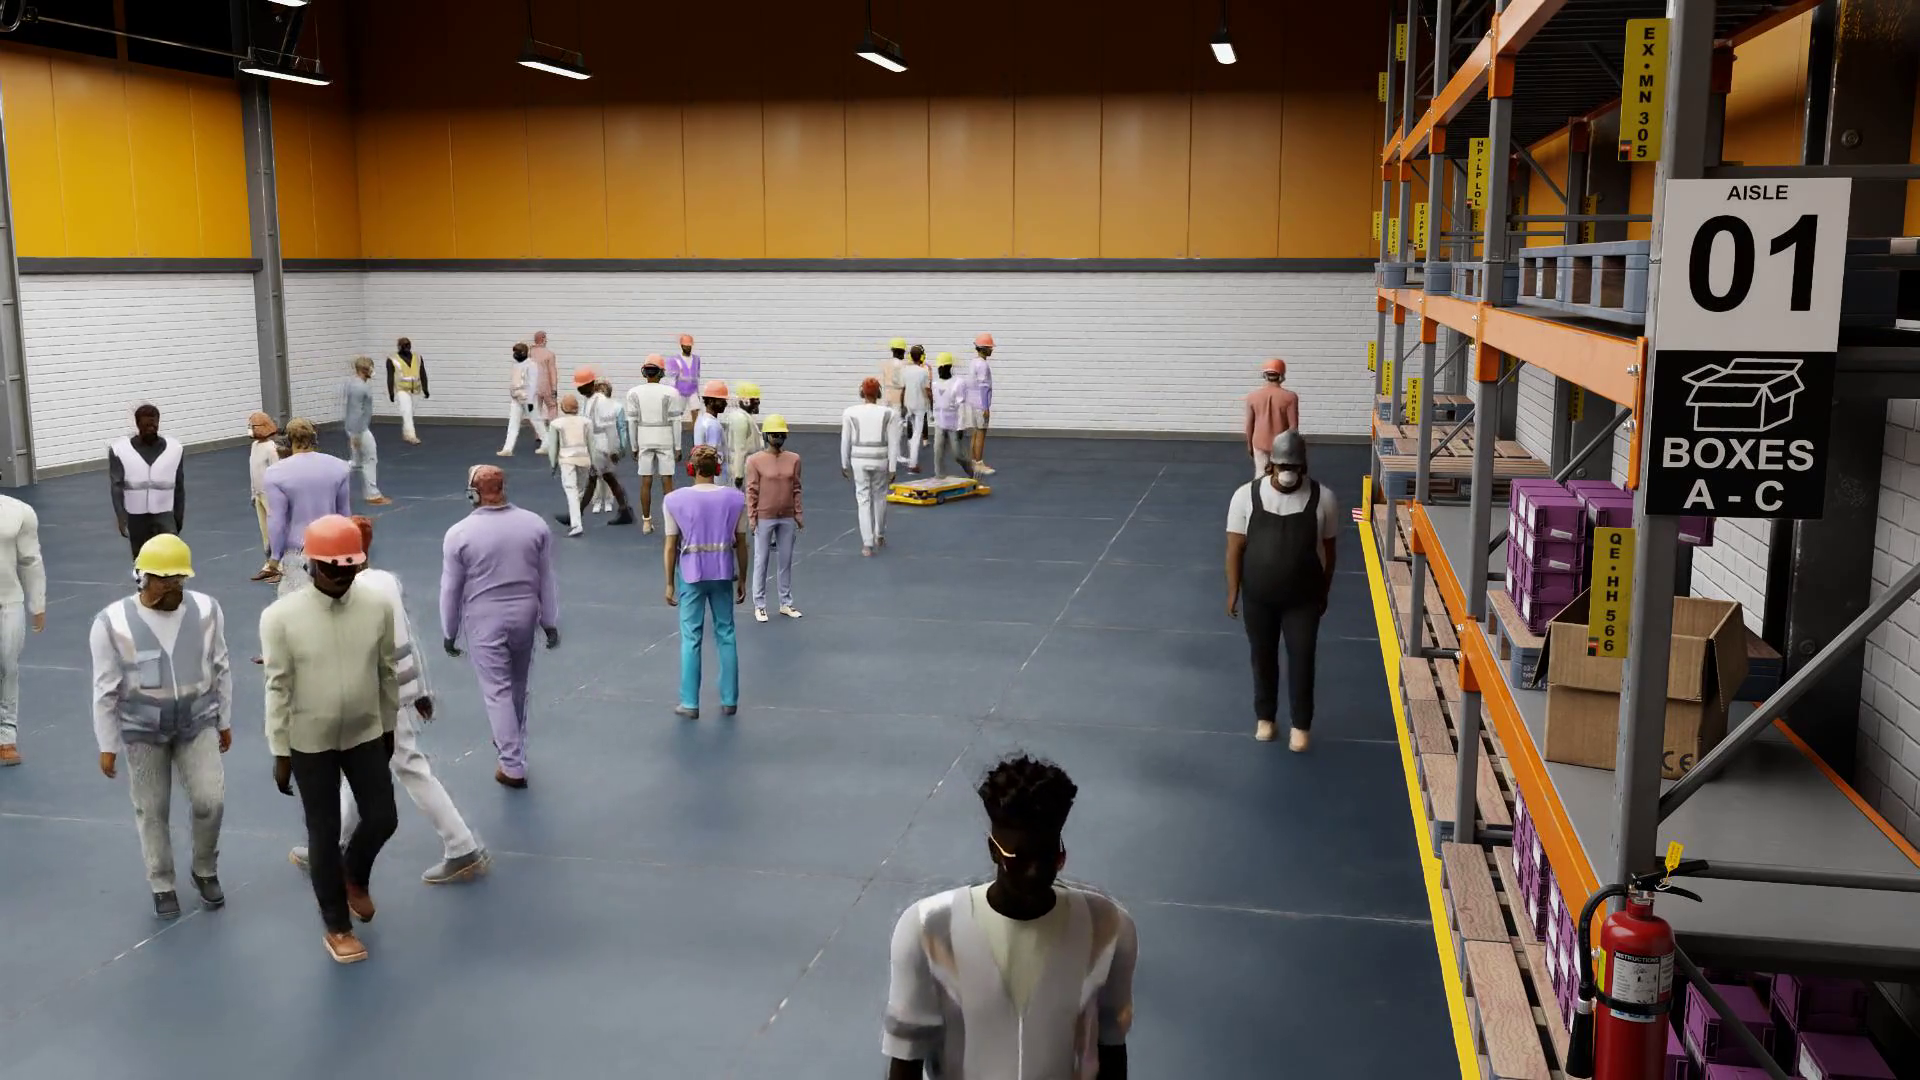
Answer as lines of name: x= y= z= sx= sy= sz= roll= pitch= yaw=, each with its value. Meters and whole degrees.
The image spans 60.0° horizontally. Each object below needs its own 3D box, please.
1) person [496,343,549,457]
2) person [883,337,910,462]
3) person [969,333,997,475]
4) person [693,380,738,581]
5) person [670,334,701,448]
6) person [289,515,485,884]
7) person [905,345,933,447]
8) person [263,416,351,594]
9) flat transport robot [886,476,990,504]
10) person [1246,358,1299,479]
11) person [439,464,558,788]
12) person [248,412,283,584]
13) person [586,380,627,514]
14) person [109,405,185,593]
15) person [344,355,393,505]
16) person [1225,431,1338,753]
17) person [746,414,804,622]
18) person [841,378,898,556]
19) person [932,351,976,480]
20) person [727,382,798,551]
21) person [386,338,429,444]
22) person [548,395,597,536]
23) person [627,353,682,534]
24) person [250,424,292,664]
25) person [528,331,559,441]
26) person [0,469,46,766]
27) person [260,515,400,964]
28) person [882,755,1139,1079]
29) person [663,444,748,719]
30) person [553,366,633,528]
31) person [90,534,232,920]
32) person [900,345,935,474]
person: x=-6.914 y=-2.229 z=26.403 sx=0.639 sy=1.797 sz=0.945 roll=8 pitch=12 yaw=41
person: x=-0.956 y=-2.160 z=25.569 sx=0.379 sy=1.924 sz=0.593 roll=-5 pitch=11 yaw=-29
person: x=0.338 y=-1.963 z=24.036 sx=0.390 sy=2.041 sz=0.614 roll=-2 pitch=10 yaw=-12
person: x=-2.362 y=-0.569 z=15.961 sx=0.375 sy=1.934 sz=0.547 roll=-4 pitch=10 yaw=-23
person: x=-4.570 y=-2.476 z=27.580 sx=0.558 sy=1.904 sz=0.954 roll=-6 pitch=11 yaw=-32
person: x=-2.847 y=0.784 z=8.161 sx=1.010 sy=1.838 sz=0.642 roll=0 pitch=9 yaw=1
person: x=-0.719 y=-2.387 z=27.627 sx=0.536 sy=1.696 sz=0.322 roll=1 pitch=10 yaw=8
person: x=-4.745 y=0.065 z=12.142 sx=0.377 sy=1.936 sz=0.628 roll=9 pitch=13 yaw=43
flat transport robot: x=-0.296 y=-0.651 z=21.455 sx=0.652 sy=0.197 sz=1.431 roll=7 pitch=12 yaw=37
person: x=3.598 y=-1.086 z=18.976 sx=0.653 sy=1.960 sz=0.889 roll=5 pitch=11 yaw=27
person: x=-2.778 y=0.479 z=9.850 sx=0.657 sy=1.861 sz=0.925 roll=-8 pitch=12 yaw=-38
person: x=-6.610 y=-0.400 z=15.846 sx=0.497 sy=1.634 sz=0.279 roll=9 pitch=13 yaw=42
person: x=-4.328 y=-1.128 z=20.246 sx=0.551 sy=1.615 sz=0.599 roll=-2 pitch=10 yaw=-11
person: x=-6.762 y=-0.194 z=13.920 sx=0.590 sy=1.858 sz=1.010 roll=-6 pitch=11 yaw=-32
person: x=-7.612 y=-1.360 z=20.839 sx=0.799 sy=1.907 sz=0.639 roll=-3 pitch=10 yaw=-20
person: x=1.989 y=0.301 z=10.399 sx=0.681 sy=2.000 sz=0.707 roll=3 pitch=10 yaw=16
person: x=-1.575 y=-0.192 z=14.191 sx=0.525 sy=1.772 sz=0.302 roll=-6 pitch=11 yaw=-33
person: x=-0.966 y=-0.797 z=17.621 sx=0.583 sy=1.836 sz=0.968 roll=-1 pitch=9 yaw=-7
person: x=-0.104 y=-1.539 z=21.901 sx=0.588 sy=1.904 sz=0.806 roll=7 pitch=12 yaw=37
person: x=-2.135 y=-0.769 z=17.597 sx=0.867 sy=1.796 sz=0.596 roll=-1 pitch=10 yaw=-9
person: x=-9.423 y=-2.553 z=28.340 sx=0.623 sy=1.805 sz=0.968 roll=-8 pitch=13 yaw=-41
person: x=-4.366 y=-0.851 z=18.781 sx=0.530 sy=1.558 sz=0.979 roll=-5 pitch=10 yaw=-26
person: x=-3.416 y=-1.074 z=18.701 sx=0.606 sy=2.037 sz=0.382 roll=1 pitch=9 yaw=4
person: x=-5.072 y=-0.006 z=12.916 sx=0.958 sy=1.832 sz=0.522 roll=-9 pitch=13 yaw=-44
person: x=-7.138 y=-2.619 z=28.431 sx=0.667 sy=1.901 sz=0.461 roll=3 pitch=10 yaw=16
person: x=-5.867 y=0.416 z=10.046 sx=0.654 sy=1.928 sz=0.428 roll=-9 pitch=13 yaw=-43
person: x=-2.735 y=0.853 z=7.272 sx=0.614 sy=1.971 sz=0.513 roll=-8 pitch=12 yaw=-39
person: x=0.124 y=1.441 z=3.946 sx=0.609 sy=1.915 sz=1.022 roll=0 pitch=9 yaw=-2
person: x=-1.690 y=0.280 z=11.150 sx=0.563 sy=1.839 sz=0.384 roll=-4 pitch=10 yaw=-21
person: x=-4.229 y=-1.062 z=19.115 sx=1.013 sy=1.862 sz=0.589 roll=-6 pitch=11 yaw=-31
person: x=-3.662 y=0.867 z=7.685 sx=0.610 sy=1.810 sz=0.455 roll=-7 pitch=12 yaw=-36
person: x=-0.588 y=-1.895 z=24.172 sx=0.501 sy=1.853 sz=0.641 roll=7 pitch=12 yaw=35
